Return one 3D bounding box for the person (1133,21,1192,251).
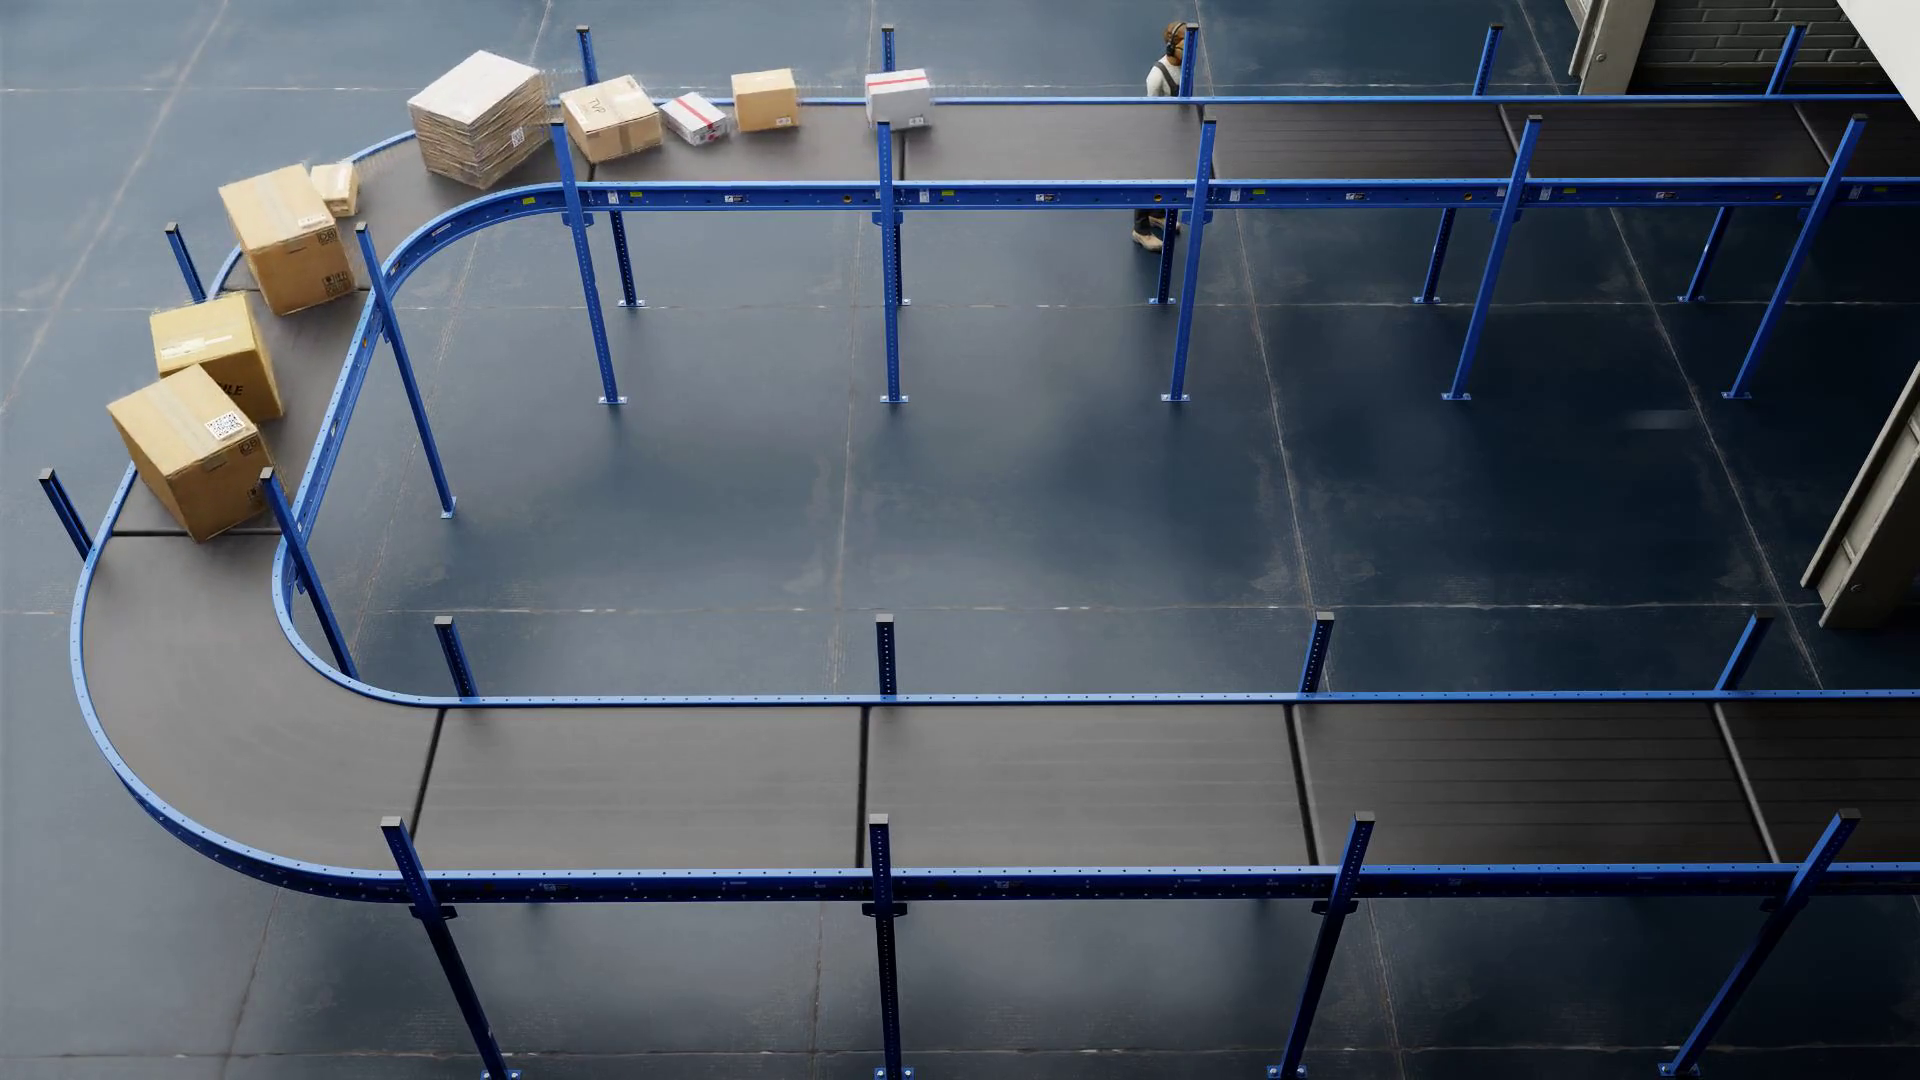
[{"bbox_3d":[1.541,-3.042,12.855,0.344,1.845,0.506,27,53,23],"label":"person"}]
